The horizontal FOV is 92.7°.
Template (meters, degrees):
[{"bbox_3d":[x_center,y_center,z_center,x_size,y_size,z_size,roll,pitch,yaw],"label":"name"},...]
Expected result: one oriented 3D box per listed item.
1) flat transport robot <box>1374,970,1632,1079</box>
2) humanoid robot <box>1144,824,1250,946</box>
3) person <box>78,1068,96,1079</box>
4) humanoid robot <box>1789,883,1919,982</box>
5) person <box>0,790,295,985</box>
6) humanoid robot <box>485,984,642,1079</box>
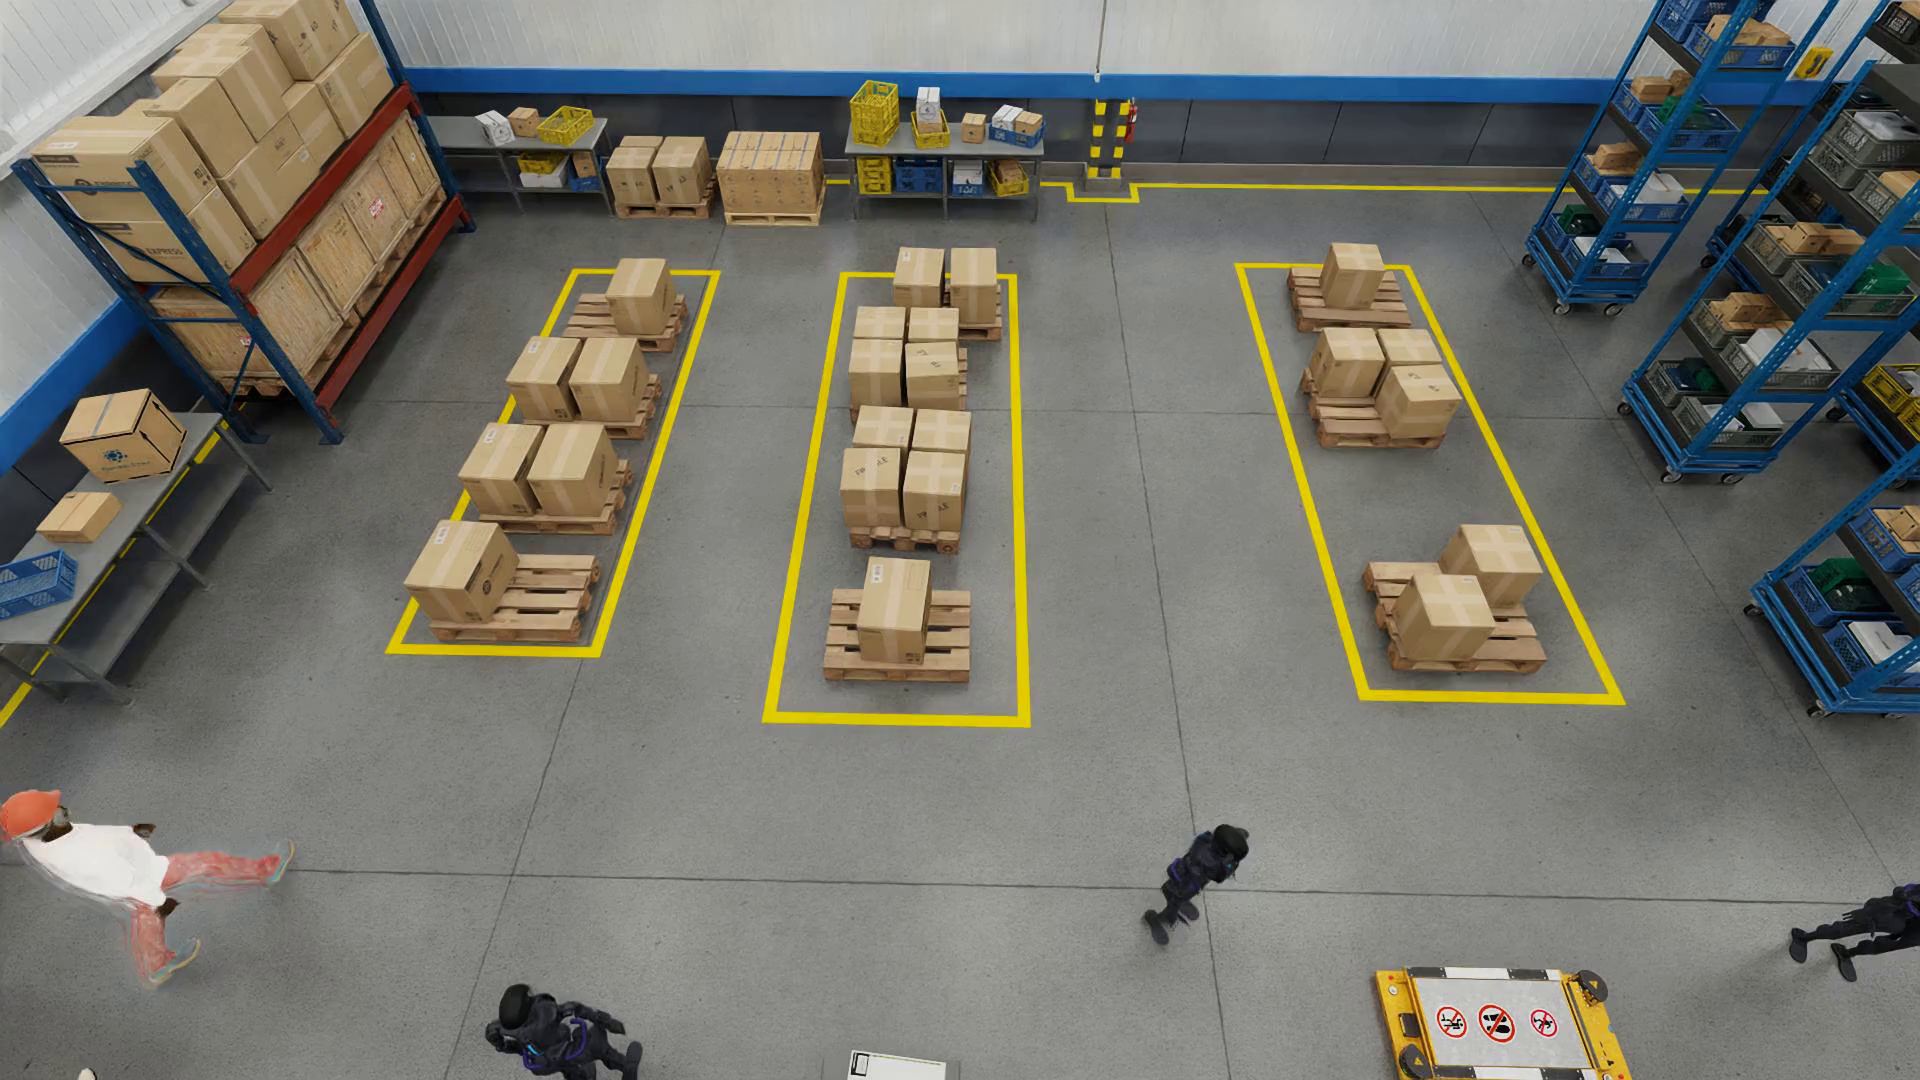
[{"bbox_3d":[3.501,3.133,5.914,1.431,0.197,0.652,1,51,1],"label":"flat transport robot"},{"bbox_3d":[1.523,2.147,5.826,0.656,1.649,0.324,-30,57,-22],"label":"humanoid robot"},{"bbox_3d":[-5.237,3.162,4.975,0.544,1.703,0.933,-21,54,-16],"label":"person"},{"bbox_3d":[5.909,2.358,5.653,0.573,1.652,0.328,18,53,14],"label":"humanoid robot"},{"bbox_3d":[-5.171,2.055,5.748,0.592,1.911,1.043,9,51,7],"label":"person"},{"bbox_3d":[-2.265,2.862,5.235,0.590,1.657,0.328,-12,52,-10],"label":"humanoid robot"}]
